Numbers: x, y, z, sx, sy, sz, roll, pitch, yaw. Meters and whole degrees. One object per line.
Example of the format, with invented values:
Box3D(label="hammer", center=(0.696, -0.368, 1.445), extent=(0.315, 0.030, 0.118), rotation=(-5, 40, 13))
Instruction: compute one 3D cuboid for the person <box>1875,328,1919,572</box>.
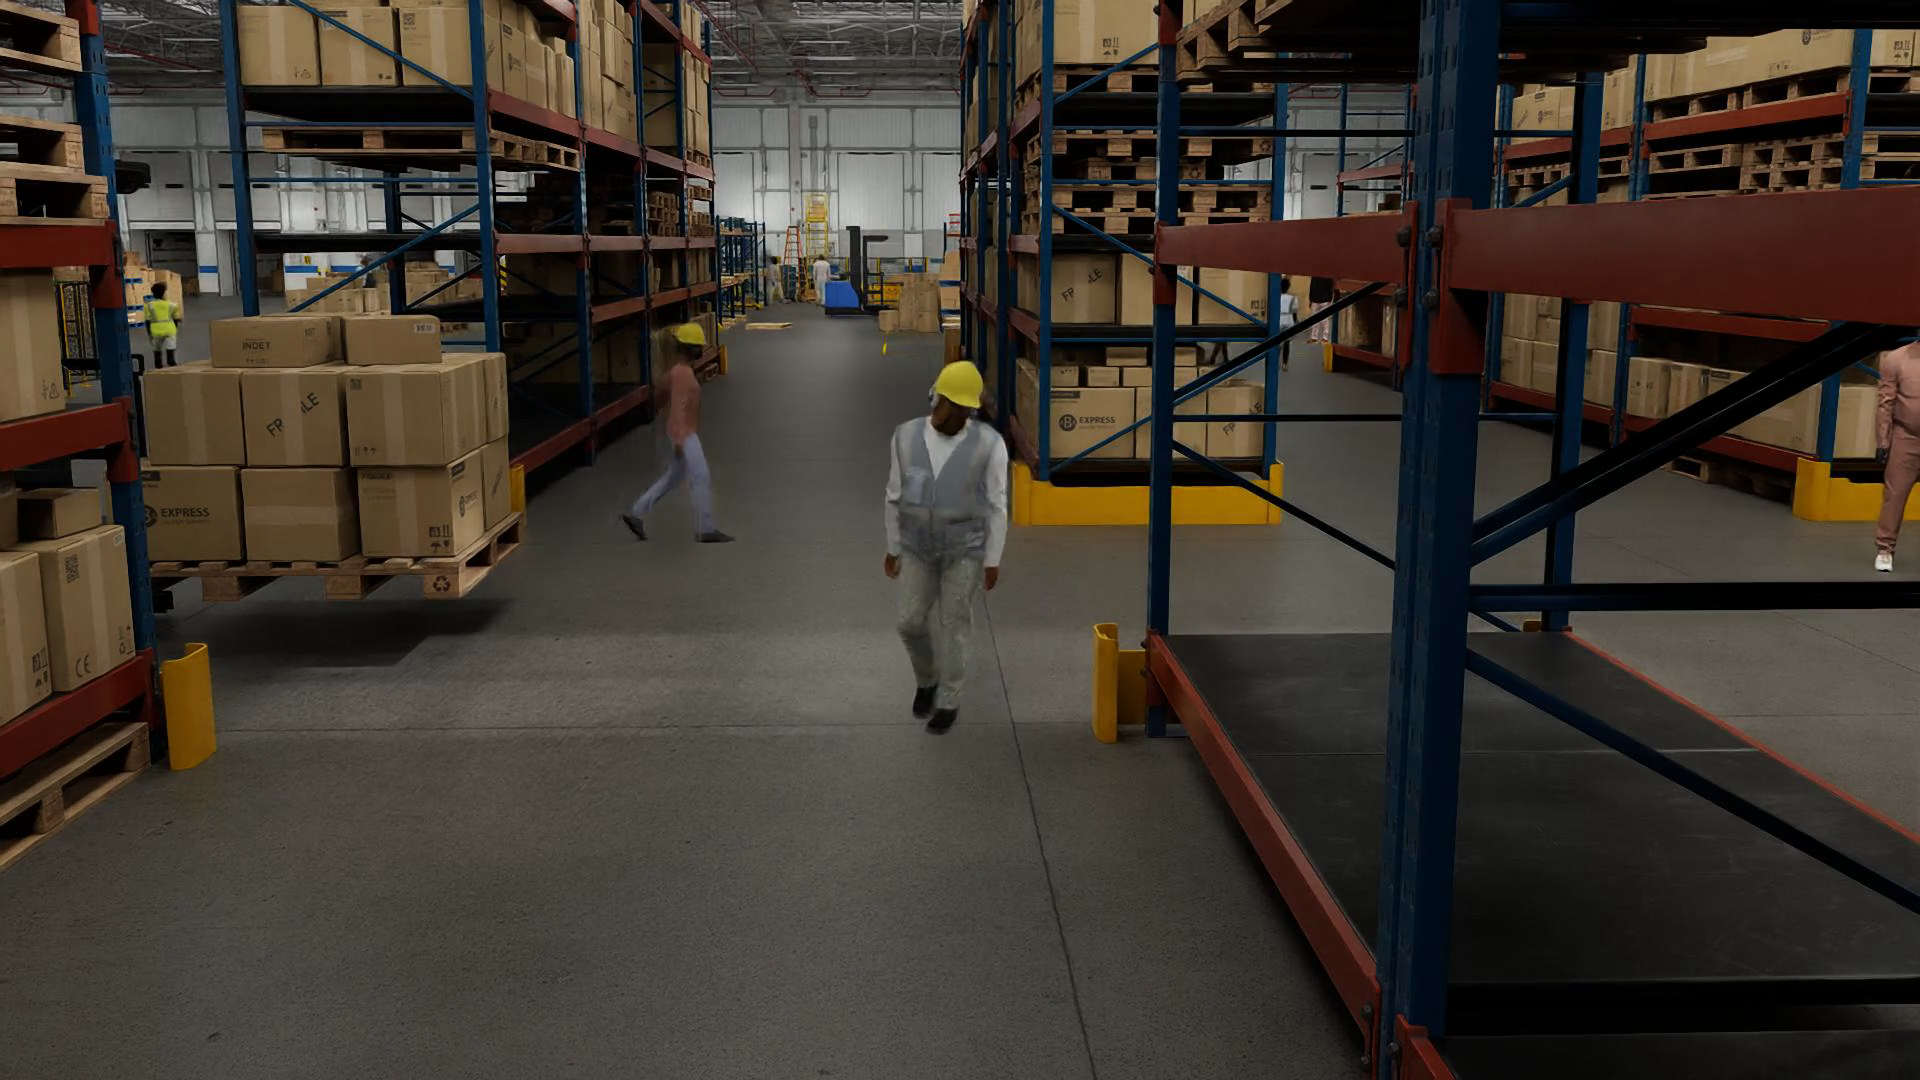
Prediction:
Box3D(label="person", center=(6.818, -0.694, 11.736), extent=(0.645, 1.899, 0.399), rotation=(4, 11, 22))

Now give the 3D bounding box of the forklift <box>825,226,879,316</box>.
Box3D(label="forklift", center=(-3.295, -8.436, 52.114), extent=(1.873, 2.768, 1.129), rotation=(0, 10, -2))

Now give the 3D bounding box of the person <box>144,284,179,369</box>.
Box3D(label="person", center=(-13.214, -3.412, 27.563), extent=(0.531, 1.648, 0.893), rotation=(-6, 12, -31))

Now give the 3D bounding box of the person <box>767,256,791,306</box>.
Box3D(label="person", center=(-6.683, -9.475, 60.943), extent=(0.945, 1.791, 0.634), rotation=(4, 11, 22))

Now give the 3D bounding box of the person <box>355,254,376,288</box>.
Box3D(label="person", center=(-16.480, -6.934, 46.091), extent=(0.600, 2.000, 0.696), rotation=(1, 10, 3))

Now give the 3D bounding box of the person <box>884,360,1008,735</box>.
Box3D(label="person", center=(-0.082, 0.041, 7.911), extent=(0.619, 1.794, 0.427), rotation=(3, 11, 17))

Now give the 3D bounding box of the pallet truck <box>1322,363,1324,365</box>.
Box3D(label="pallet truck", center=(7.712, -4.157, 30.737), extent=(1.885, 1.965, 0.823), rotation=(3, 11, 16))

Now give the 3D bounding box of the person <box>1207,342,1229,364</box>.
Box3D(label="person", center=(4.735, -3.997, 30.177), extent=(0.996, 1.894, 0.545), rotation=(-9, 14, -42))

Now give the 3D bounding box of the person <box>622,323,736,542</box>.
Box3D(label="person", center=(-2.218, -0.825, 12.937), extent=(0.817, 1.731, 0.527), rotation=(-2, 10, -10))

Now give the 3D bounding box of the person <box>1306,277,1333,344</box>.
Box3D(label="person", center=(8.284, -5.504, 38.241), extent=(0.375, 1.997, 0.612), rotation=(-10, 14, -43))

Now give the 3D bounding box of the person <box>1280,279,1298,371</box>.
Box3D(label="person", center=(5.888, -3.929, 30.403), extent=(0.544, 1.644, 0.872), rotation=(0, 10, 3))

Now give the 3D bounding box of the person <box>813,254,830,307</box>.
Box3D(label="person", center=(-4.997, -9.327, 59.840), extent=(0.643, 1.889, 0.991), rotation=(-2, 10, -12))

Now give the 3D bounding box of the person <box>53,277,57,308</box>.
Box3D(label="person", center=(-20.499, -5.289, 37.132), extent=(0.367, 1.966, 0.606), rotation=(8, 13, 39))

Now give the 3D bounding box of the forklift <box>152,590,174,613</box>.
Box3D(label="forklift", center=(-5.858, -0.811, 9.639), extent=(1.873, 2.768, 1.129), rotation=(-1, 10, -3))
